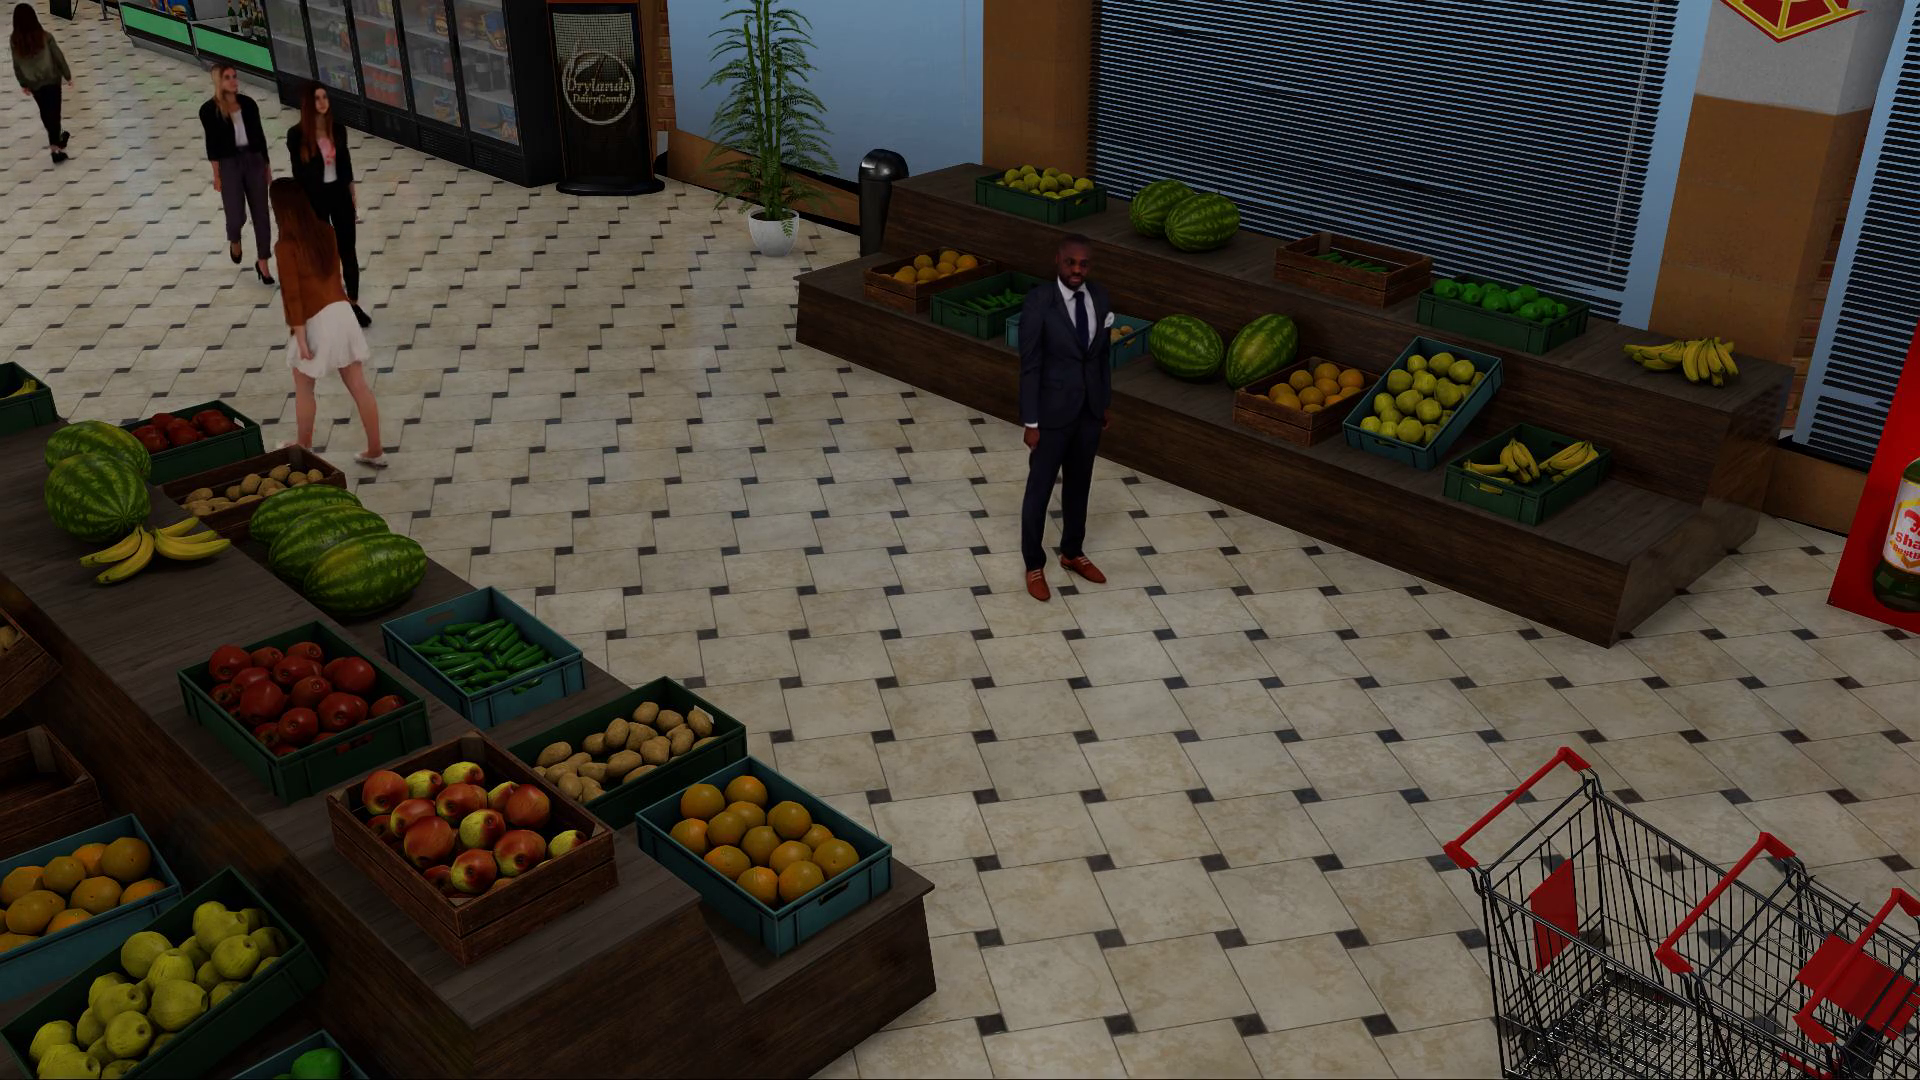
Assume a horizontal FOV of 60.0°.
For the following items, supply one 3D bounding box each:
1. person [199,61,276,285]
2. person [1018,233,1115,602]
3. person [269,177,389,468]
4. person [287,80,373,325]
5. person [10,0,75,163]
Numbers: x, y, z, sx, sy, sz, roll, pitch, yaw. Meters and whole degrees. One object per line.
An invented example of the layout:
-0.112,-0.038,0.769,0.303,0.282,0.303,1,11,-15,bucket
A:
-5.461,-2.765,12.559,0.593,1.661,0.706,-24,35,-39,person
0.514,-0.624,8.157,0.745,1.823,0.693,-15,31,-27,person
-3.523,-1.186,9.411,0.984,1.691,0.779,15,31,28,person
-4.523,-2.391,11.782,0.652,1.697,0.972,-22,34,-36,person
-8.785,-4.347,15.917,0.914,1.446,1.004,-2,27,-5,person
